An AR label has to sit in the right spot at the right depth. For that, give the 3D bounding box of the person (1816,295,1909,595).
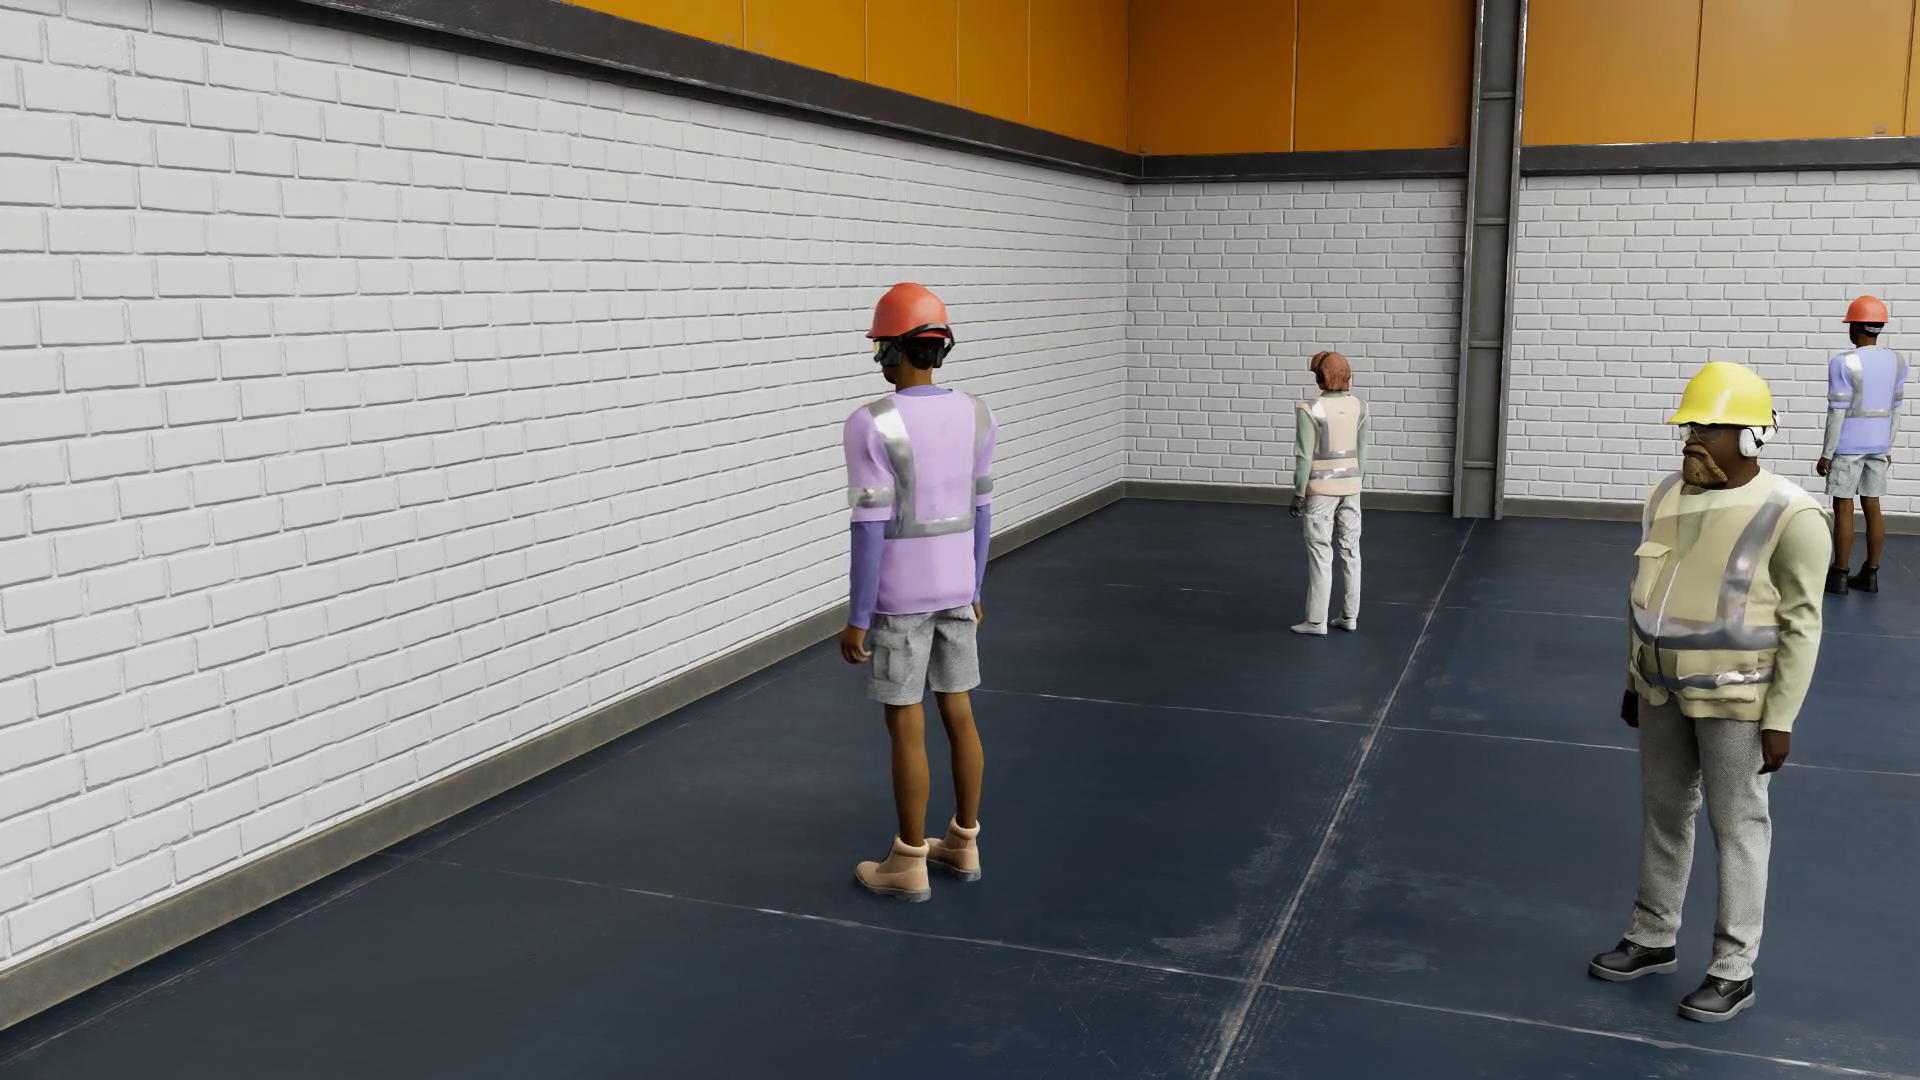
[{"bbox_3d":[5.822,-0.609,10.805,0.545,1.938,0.355,-2,9,-14],"label":"person"}]

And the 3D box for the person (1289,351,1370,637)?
[{"bbox_3d":[2.120,-0.261,9.544,0.513,1.642,0.313,-5,10,-27],"label":"person"}]

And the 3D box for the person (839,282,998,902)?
[{"bbox_3d":[-0.154,0.176,5.543,0.607,2.045,0.390,-8,12,-41],"label":"person"}]

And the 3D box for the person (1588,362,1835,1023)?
[{"bbox_3d":[2.093,0.419,4.680,0.402,1.833,0.586,-4,10,-26],"label":"person"}]
